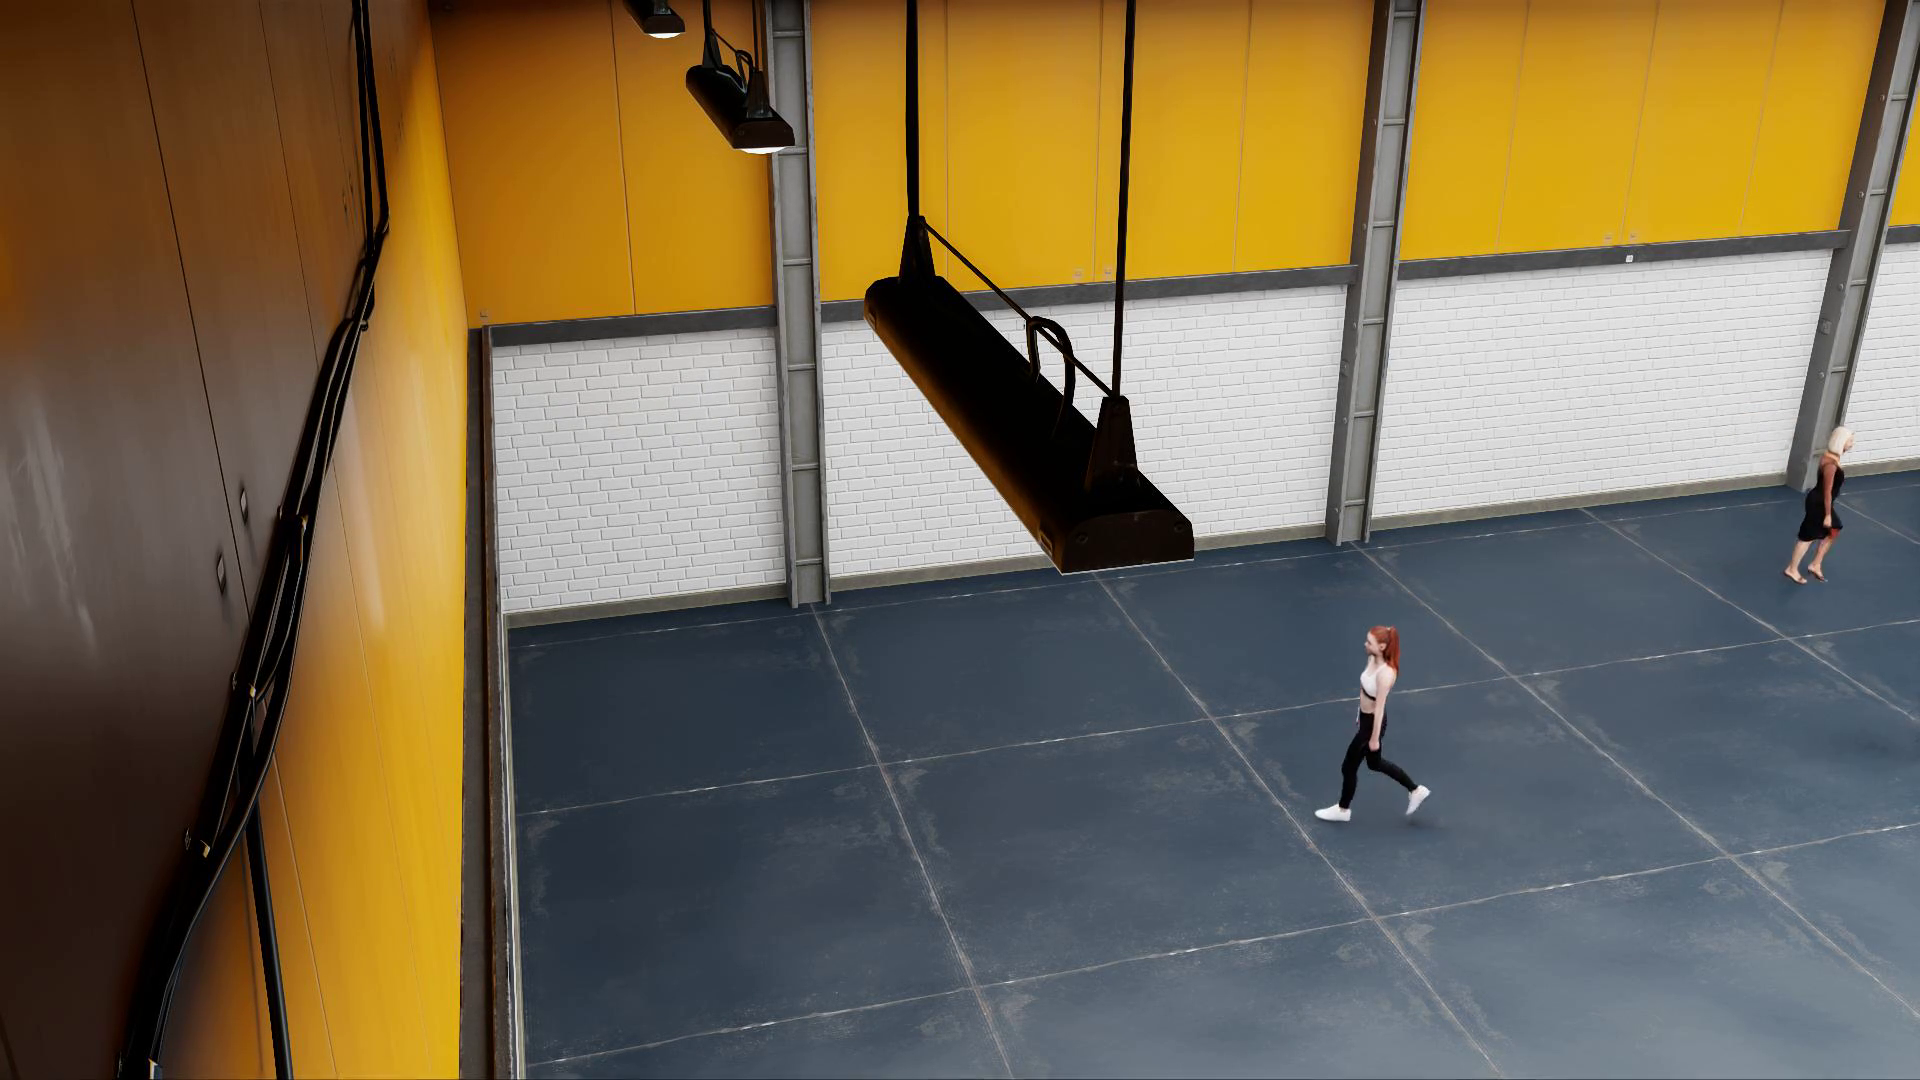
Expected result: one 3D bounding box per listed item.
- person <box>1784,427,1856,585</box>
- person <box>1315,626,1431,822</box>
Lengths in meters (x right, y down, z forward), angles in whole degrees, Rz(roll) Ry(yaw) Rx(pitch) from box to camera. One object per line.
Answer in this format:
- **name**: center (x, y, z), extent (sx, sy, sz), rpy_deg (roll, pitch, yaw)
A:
- **person**: center (8.670, -0.355, 16.938), extent (0.854, 1.727, 0.792), rpy_deg (14, 27, 30)
- **person**: center (3.264, 1.454, 12.812), extent (1.168, 1.717, 0.852), rpy_deg (2, 24, 4)
